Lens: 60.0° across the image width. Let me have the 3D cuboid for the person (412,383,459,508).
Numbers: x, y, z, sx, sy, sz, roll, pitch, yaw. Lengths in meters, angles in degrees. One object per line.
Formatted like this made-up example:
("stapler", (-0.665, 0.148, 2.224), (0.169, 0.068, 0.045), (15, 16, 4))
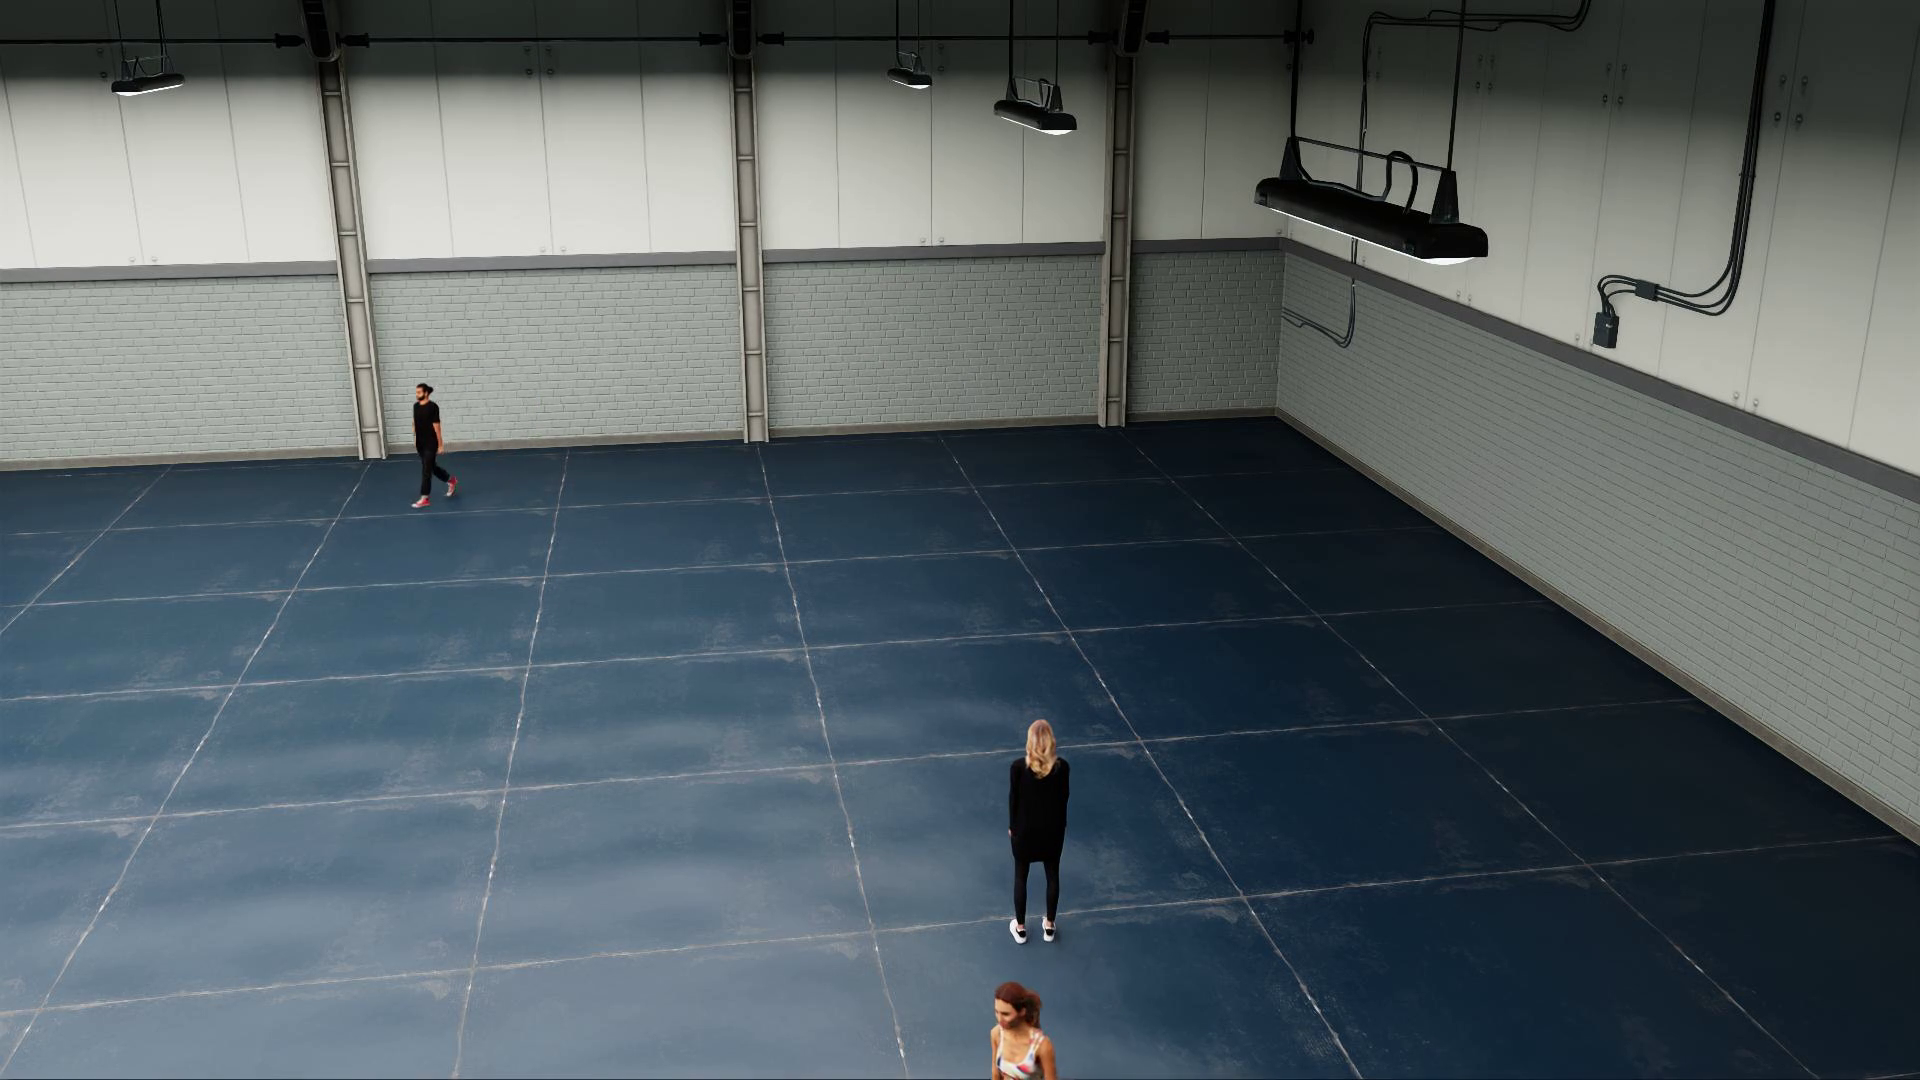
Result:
("person", (-7.487, -1.368, 23.604), (1.121, 1.730, 1.168), (12, 21, 32))

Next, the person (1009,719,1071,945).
("person", (0.589, 2.195, 12.548), (0.479, 1.802, 0.679), (-1, 18, -4))

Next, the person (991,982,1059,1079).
("person", (0.442, 3.238, 9.400), (0.886, 1.768, 0.947), (10, 21, 28))
